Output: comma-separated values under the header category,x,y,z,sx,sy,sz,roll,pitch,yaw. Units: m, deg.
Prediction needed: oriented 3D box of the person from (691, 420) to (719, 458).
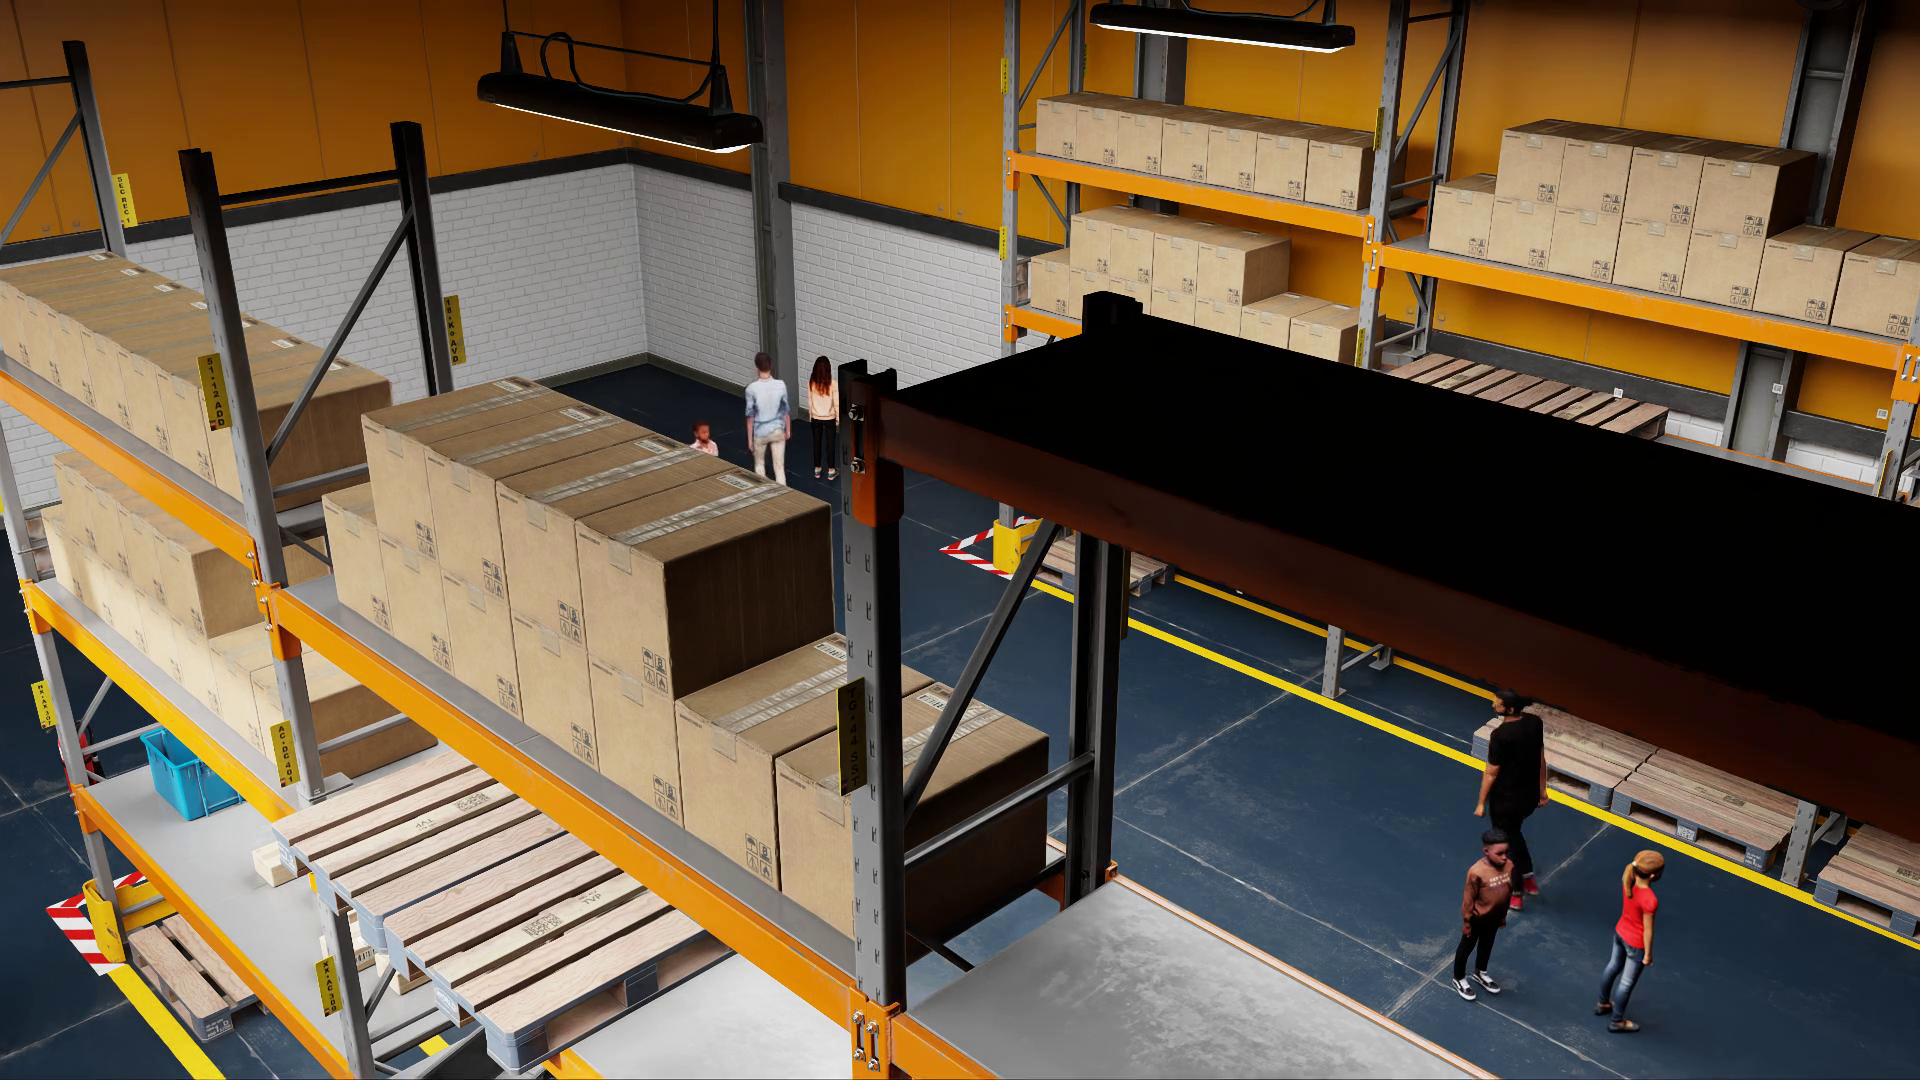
category,x,y,z,sx,sy,sz,roll,pitch,yaw
person,-2.801,-0.689,18.012,0.564,1.294,0.913,-19,30,-36

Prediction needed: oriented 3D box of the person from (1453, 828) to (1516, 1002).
category,x,y,z,sx,sy,sz,roll,pitch,yaw
person,3.443,2.431,10.926,0.578,1.252,0.583,-8,25,-19

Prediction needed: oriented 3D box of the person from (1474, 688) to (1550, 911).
category,x,y,z,sx,sy,sz,roll,pitch,yaw
person,3.954,1.831,11.715,0.686,1.720,0.652,-11,26,-24

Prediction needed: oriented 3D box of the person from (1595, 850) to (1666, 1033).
category,x,y,z,sx,sy,sz,roll,pitch,yaw
person,4.280,2.540,10.609,0.614,1.306,0.542,-3,24,-7

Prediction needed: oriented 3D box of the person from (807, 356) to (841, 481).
category,x,y,z,sx,sy,sz,roll,pitch,yaw
person,-1.605,-1.445,19.504,0.599,1.484,0.697,5,24,12

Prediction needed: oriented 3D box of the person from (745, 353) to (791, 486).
category,x,y,z,sx,sy,sz,roll,pitch,yaw
person,-2.097,-1.123,18.355,0.975,1.816,1.149,-7,24,-15
